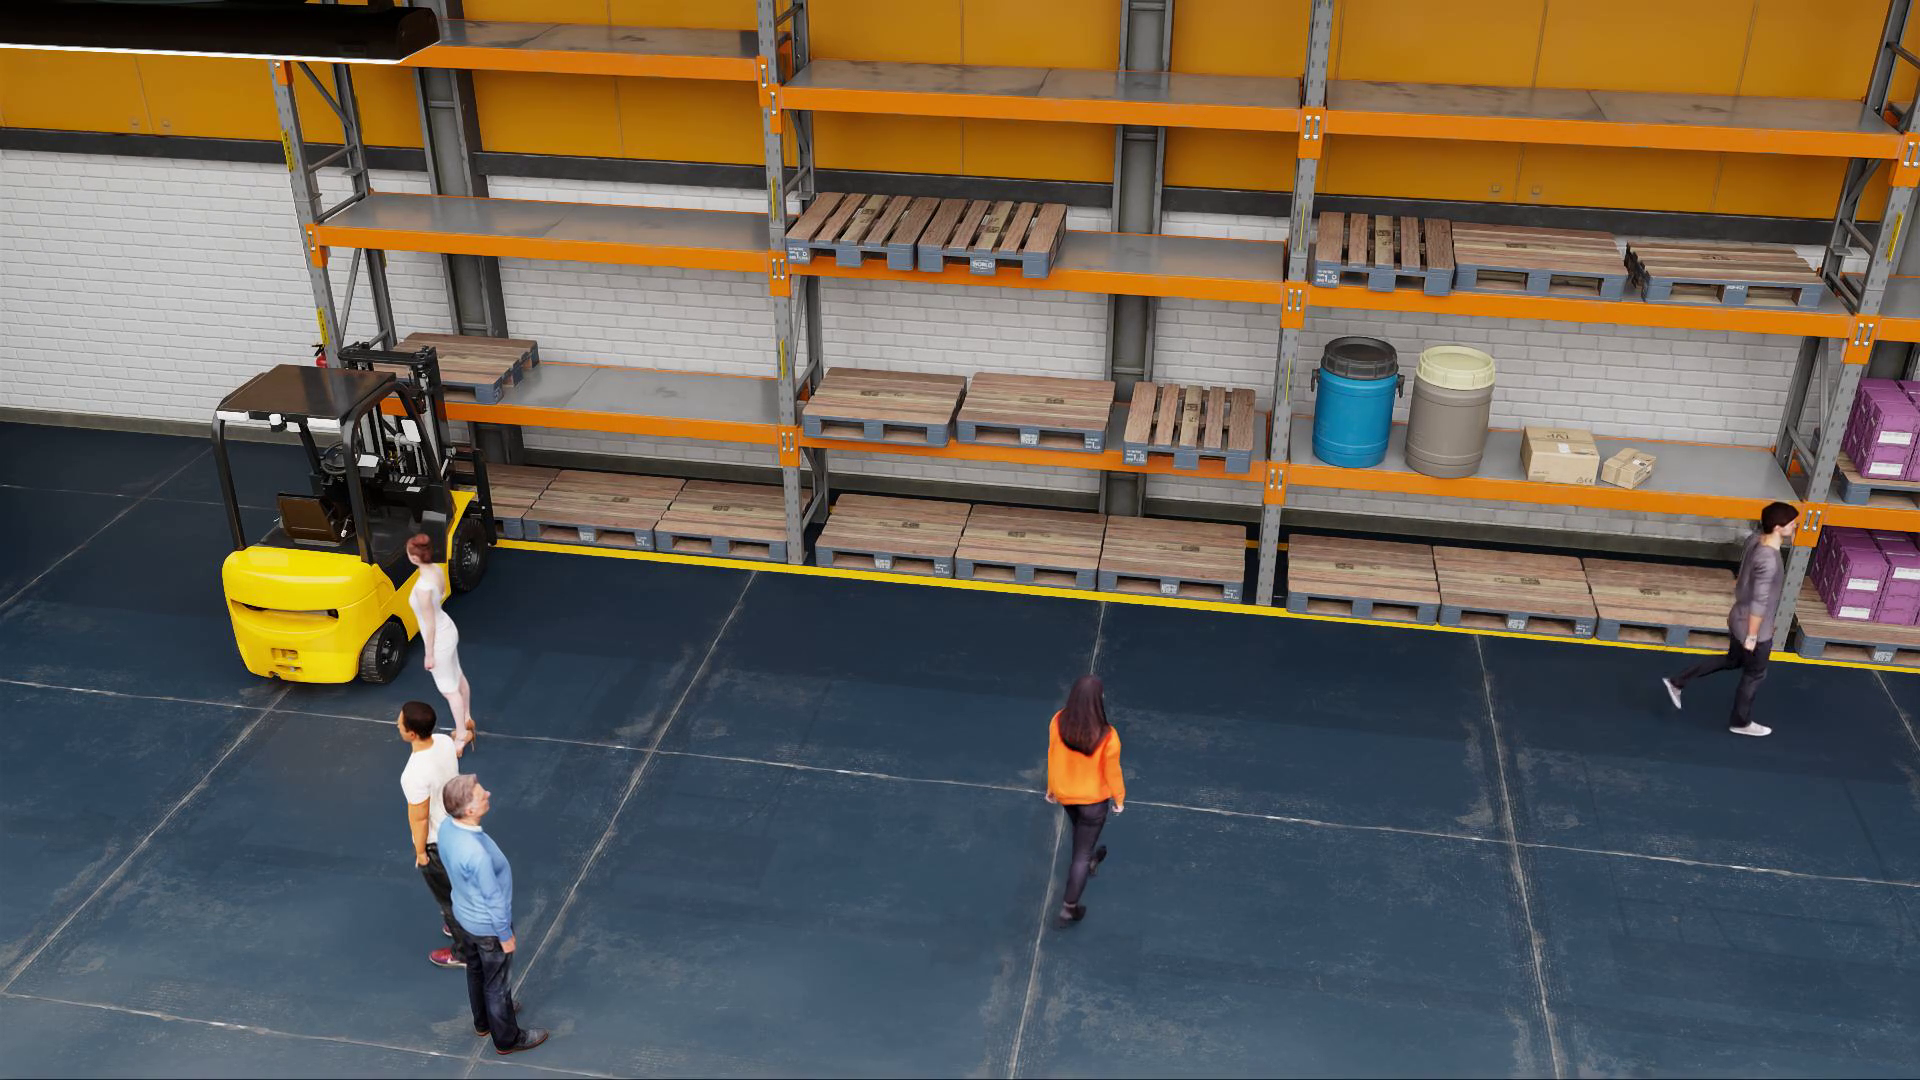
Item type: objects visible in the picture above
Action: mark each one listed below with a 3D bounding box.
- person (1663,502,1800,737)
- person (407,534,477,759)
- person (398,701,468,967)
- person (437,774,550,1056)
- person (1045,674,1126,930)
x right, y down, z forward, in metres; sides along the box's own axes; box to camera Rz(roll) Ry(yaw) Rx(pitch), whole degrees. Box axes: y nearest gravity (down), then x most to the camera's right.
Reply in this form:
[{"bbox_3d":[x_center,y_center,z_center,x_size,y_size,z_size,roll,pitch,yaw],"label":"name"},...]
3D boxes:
[{"bbox_3d":[5.532,0.565,11.817,1.006,1.832,0.708,7,29,12],"label":"person"},{"bbox_3d":[-3.602,0.723,11.569,0.556,1.792,0.605,-1,29,-3],"label":"person"},{"bbox_3d":[-3.036,1.702,9.762,0.527,1.803,0.614,5,29,9],"label":"person"},{"bbox_3d":[-2.623,2.040,9.125,0.806,1.819,0.725,-22,35,-34],"label":"person"},{"bbox_3d":[0.694,1.606,10.022,1.010,1.722,0.959,19,34,31],"label":"person"}]
